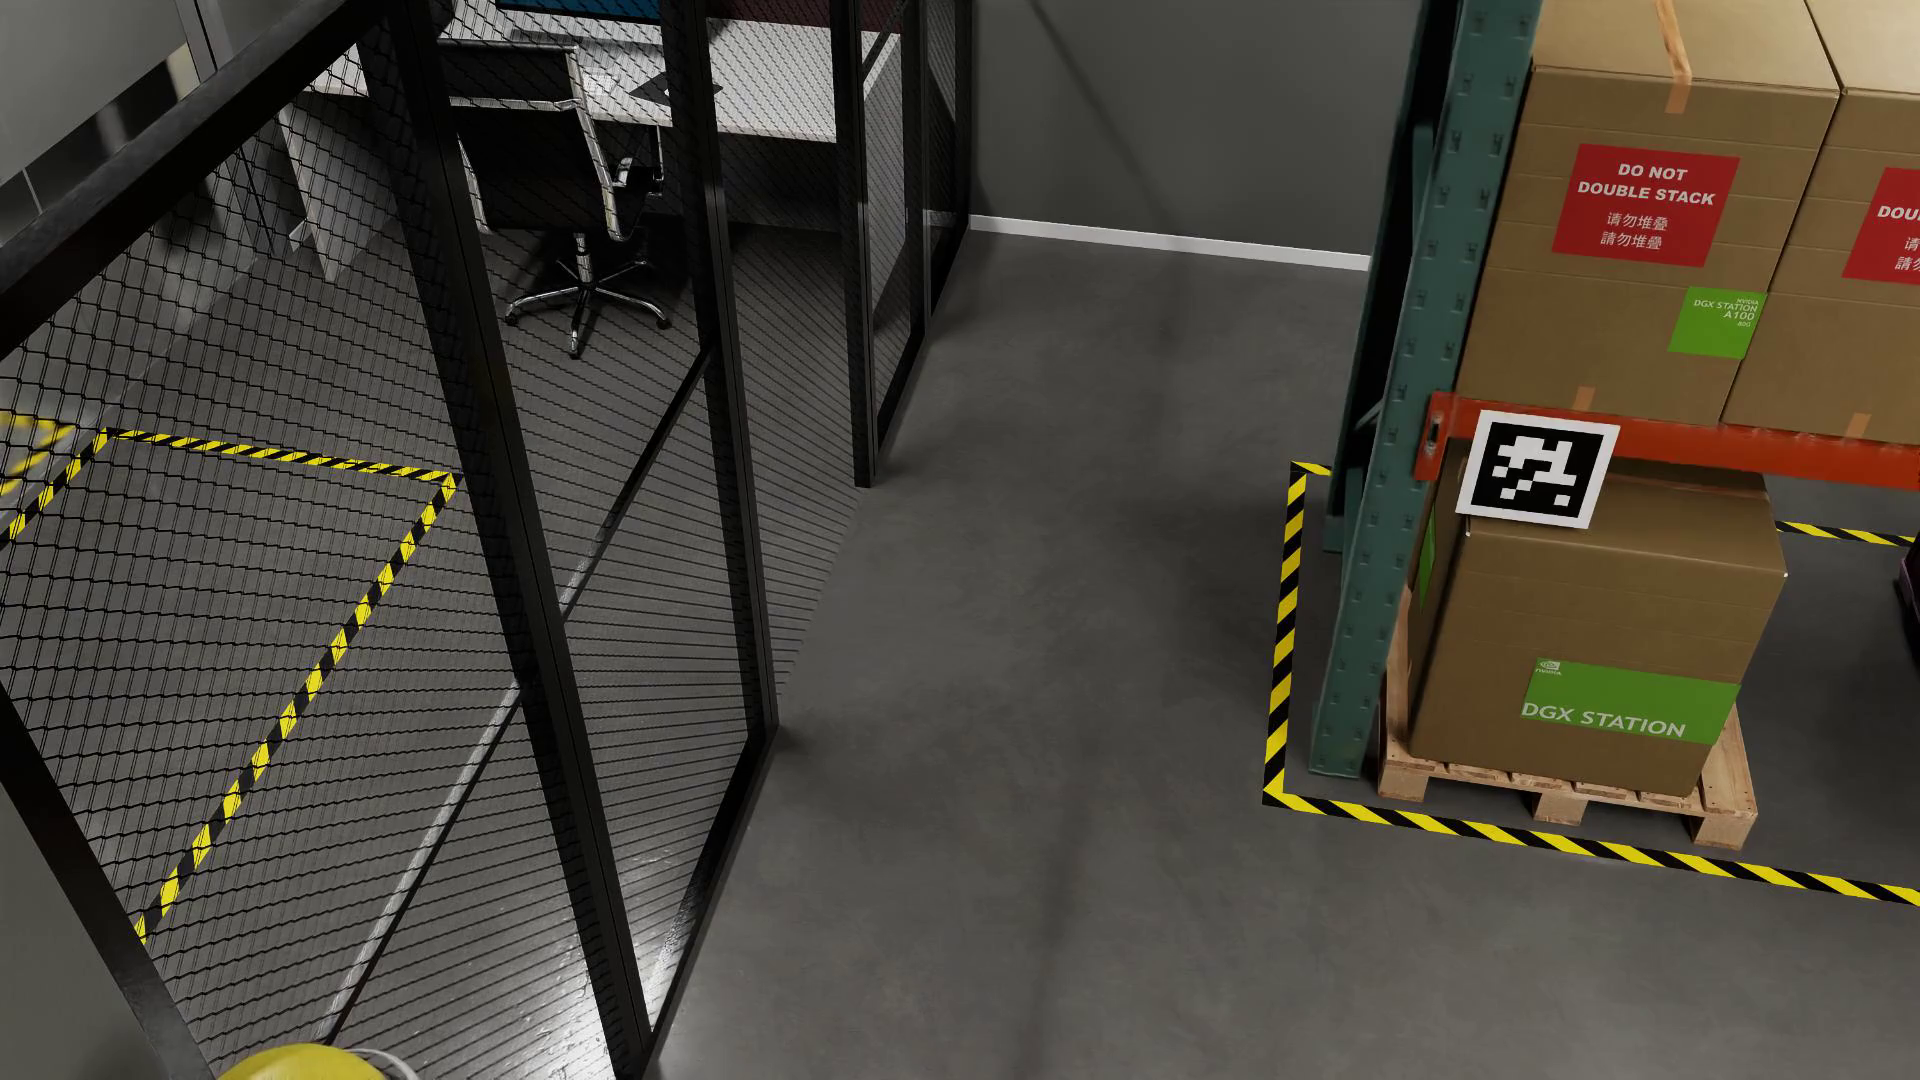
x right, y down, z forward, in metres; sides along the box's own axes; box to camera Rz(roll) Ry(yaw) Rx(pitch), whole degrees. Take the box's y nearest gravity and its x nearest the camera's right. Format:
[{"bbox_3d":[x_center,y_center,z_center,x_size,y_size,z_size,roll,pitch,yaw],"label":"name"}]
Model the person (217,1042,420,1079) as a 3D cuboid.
[{"bbox_3d":[-0.675,1.220,2.172,0.587,1.833,0.404,13,43,14],"label":"person"}]
